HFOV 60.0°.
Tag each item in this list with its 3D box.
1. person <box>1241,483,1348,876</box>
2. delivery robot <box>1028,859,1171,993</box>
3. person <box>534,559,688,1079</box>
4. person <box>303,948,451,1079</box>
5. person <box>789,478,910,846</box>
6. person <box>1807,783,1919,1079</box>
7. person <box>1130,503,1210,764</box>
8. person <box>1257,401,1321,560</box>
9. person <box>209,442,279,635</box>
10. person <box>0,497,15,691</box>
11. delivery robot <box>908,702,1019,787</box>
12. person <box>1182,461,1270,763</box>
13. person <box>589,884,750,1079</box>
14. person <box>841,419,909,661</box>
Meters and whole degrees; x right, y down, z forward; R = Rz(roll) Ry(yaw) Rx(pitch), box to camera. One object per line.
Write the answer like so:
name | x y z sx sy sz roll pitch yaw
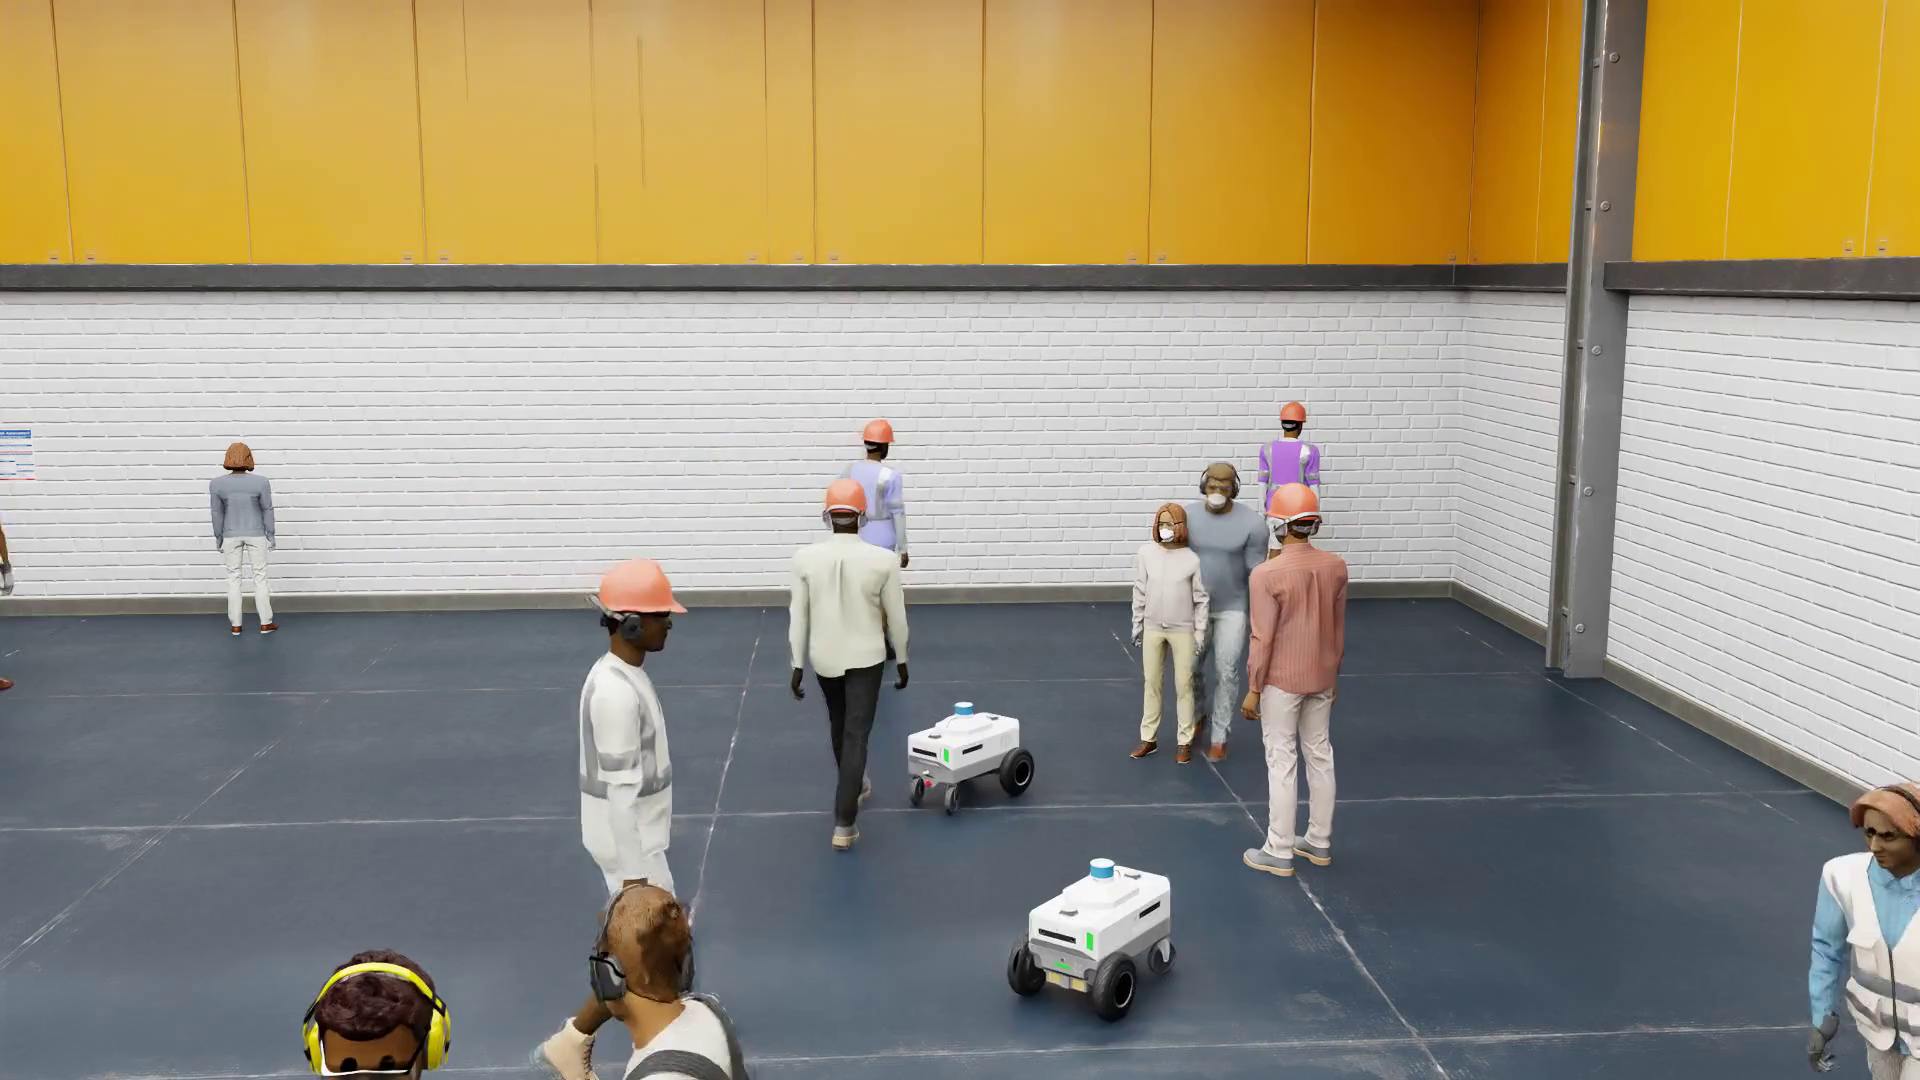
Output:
person | 1.684 0.703 8.444 0.612 1.995 0.393 -5 10 -30
delivery robot | 0.600 1.596 7.051 0.477 0.478 0.707 6 11 35
person | -1.183 1.074 6.006 0.645 2.028 0.656 -1 9 -7
person | -1.019 1.632 3.027 0.519 1.865 0.328 -2 9 -14
person | -0.596 0.630 9.090 0.636 1.942 1.025 2 9 10
person | 2.786 1.473 4.892 0.891 1.567 0.517 -6 11 -32
person | 1.305 0.575 10.374 0.499 1.634 0.279 5 10 26
person | 2.895 -0.249 14.612 0.552 1.932 0.377 4 10 26
person | -6.046 -0.011 14.060 0.497 1.633 0.285 -2 9 -12
person | -7.105 0.208 12.001 0.556 1.850 0.441 1 9 4
delivery robot | 0.023 1.185 9.635 0.477 0.478 0.707 7 12 40
person | 1.603 0.443 10.352 0.648 1.911 0.527 4 10 23
person | -0.529 1.597 3.430 0.667 1.797 0.532 1 9 7
person | -0.660 0.014 12.999 0.561 1.923 0.425 6 11 31
